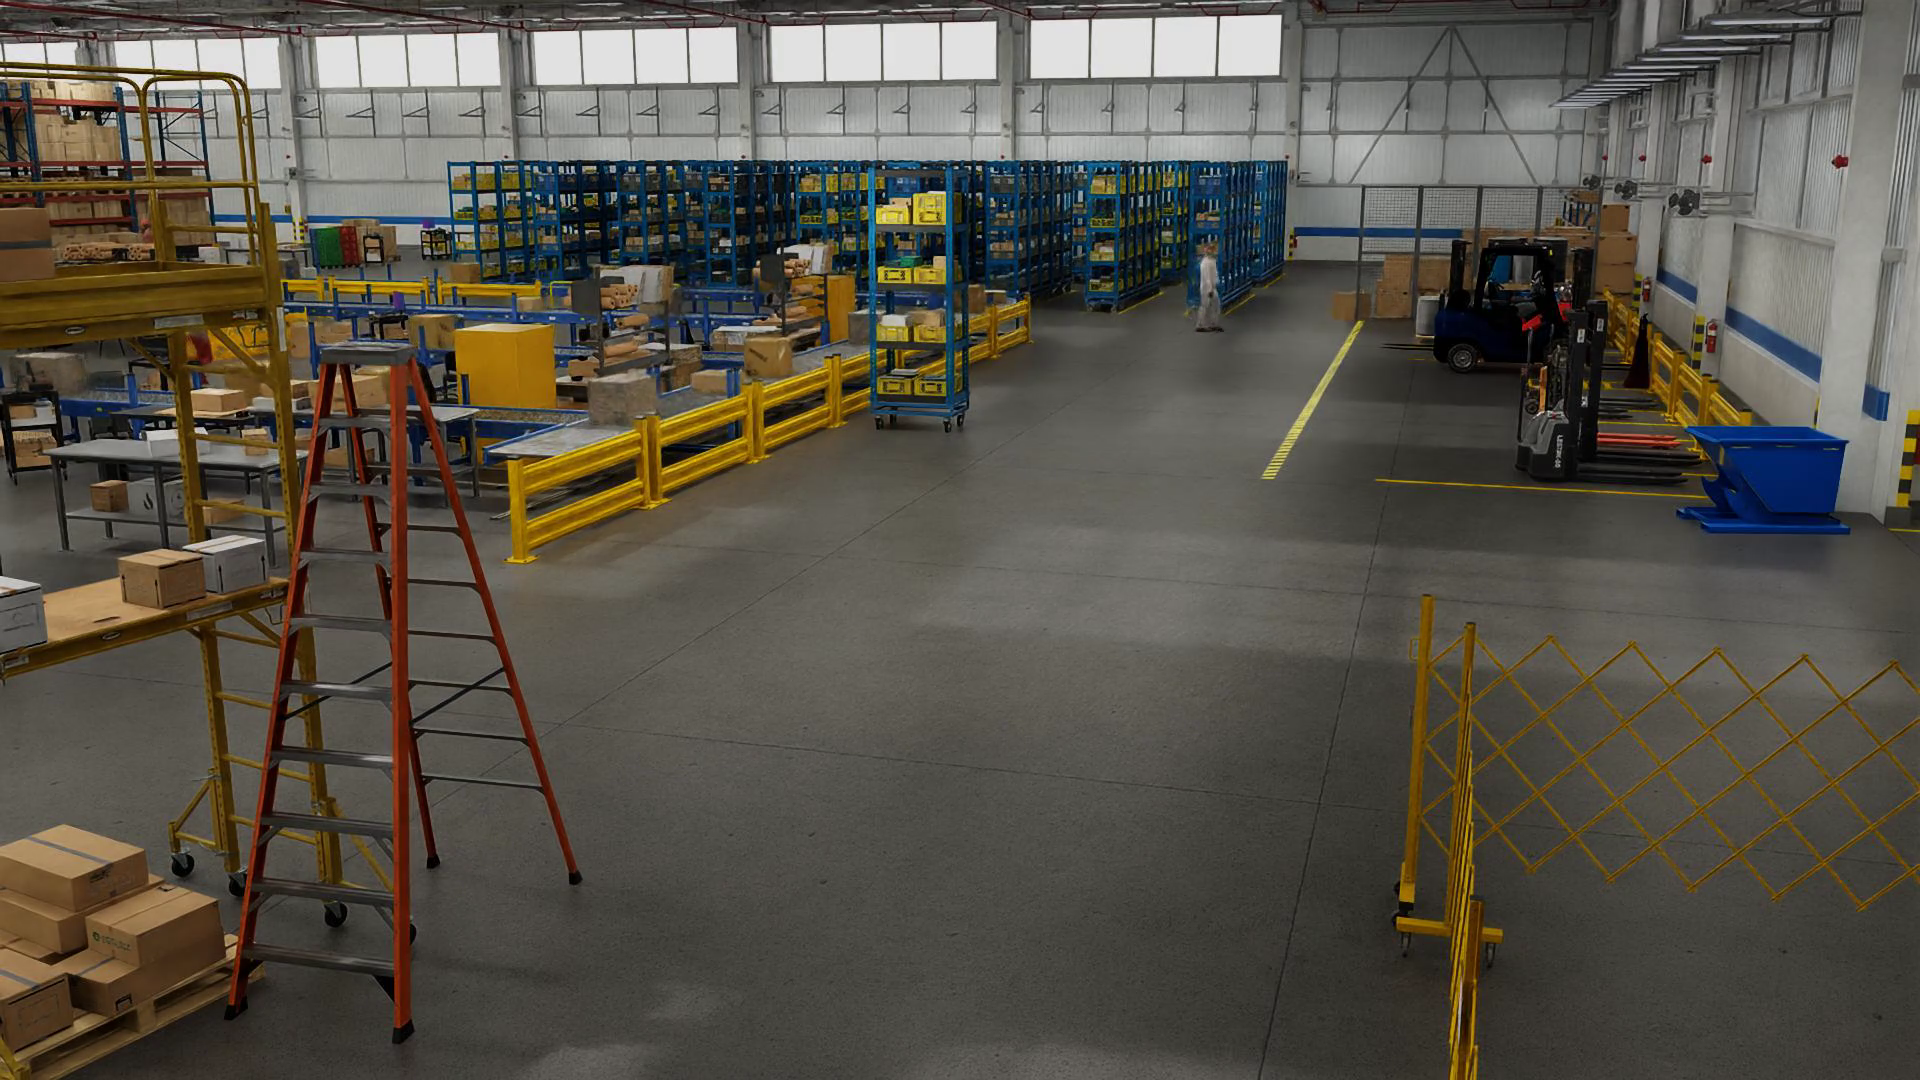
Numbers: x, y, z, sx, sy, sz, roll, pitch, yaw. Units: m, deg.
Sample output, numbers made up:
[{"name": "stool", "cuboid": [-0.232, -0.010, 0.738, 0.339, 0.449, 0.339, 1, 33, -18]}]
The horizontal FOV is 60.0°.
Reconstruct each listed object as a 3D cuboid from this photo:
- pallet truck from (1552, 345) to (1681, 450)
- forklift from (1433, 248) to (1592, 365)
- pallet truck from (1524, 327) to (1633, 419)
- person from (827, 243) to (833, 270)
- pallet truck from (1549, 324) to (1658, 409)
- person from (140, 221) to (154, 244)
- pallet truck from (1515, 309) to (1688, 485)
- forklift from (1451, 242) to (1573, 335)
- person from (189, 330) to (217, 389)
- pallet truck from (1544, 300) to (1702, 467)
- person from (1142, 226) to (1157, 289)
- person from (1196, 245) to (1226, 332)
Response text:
[{"name": "pallet truck", "cuboid": [8.641, -1.896, 21.908, 1.630, 1.274, 0.653, 4, 14, 16]}, {"name": "forklift", "cuboid": [9.780, -4.111, 29.280, 2.680, 1.987, 1.157, 3, 13, 14]}, {"name": "pallet truck", "cuboid": [9.065, -2.460, 24.370, 1.522, 1.261, 0.704, 3, 13, 14]}, {"name": "person", "cuboid": [-3.001, -5.821, 37.750, 0.615, 1.807, 0.620, 3, 13, 12]}, {"name": "pallet truck", "cuboid": [9.824, -2.669, 25.407, 1.601, 1.201, 0.680, 4, 14, 16]}, {"name": "person", "cuboid": [-22.858, -8.005, 46.913, 0.411, 1.950, 0.797, -4, 14, -16]}, {"name": "pallet truck", "cuboid": [7.554, -1.677, 19.446, 1.885, 1.965, 0.823, 3, 13, 14]}, {"name": "forklift", "cuboid": [10.464, -4.597, 31.405, 2.680, 1.987, 1.157, 4, 14, 16]}, {"name": "person", "cuboid": [-12.393, -3.304, 26.994, 0.523, 1.757, 0.484, 11, 17, 40]}, {"name": "pallet truck", "cuboid": [8.263, -1.952, 20.631, 1.885, 1.965, 0.823, 5, 14, 20]}, {"name": "person", "cuboid": [5.294, -7.902, 46.712, 0.405, 1.832, 0.579, -7, 15, -28]}, {"name": "person", "cuboid": [5.452, -5.401, 35.782, 0.754, 1.880, 0.672, 4, 14, 19]}]
